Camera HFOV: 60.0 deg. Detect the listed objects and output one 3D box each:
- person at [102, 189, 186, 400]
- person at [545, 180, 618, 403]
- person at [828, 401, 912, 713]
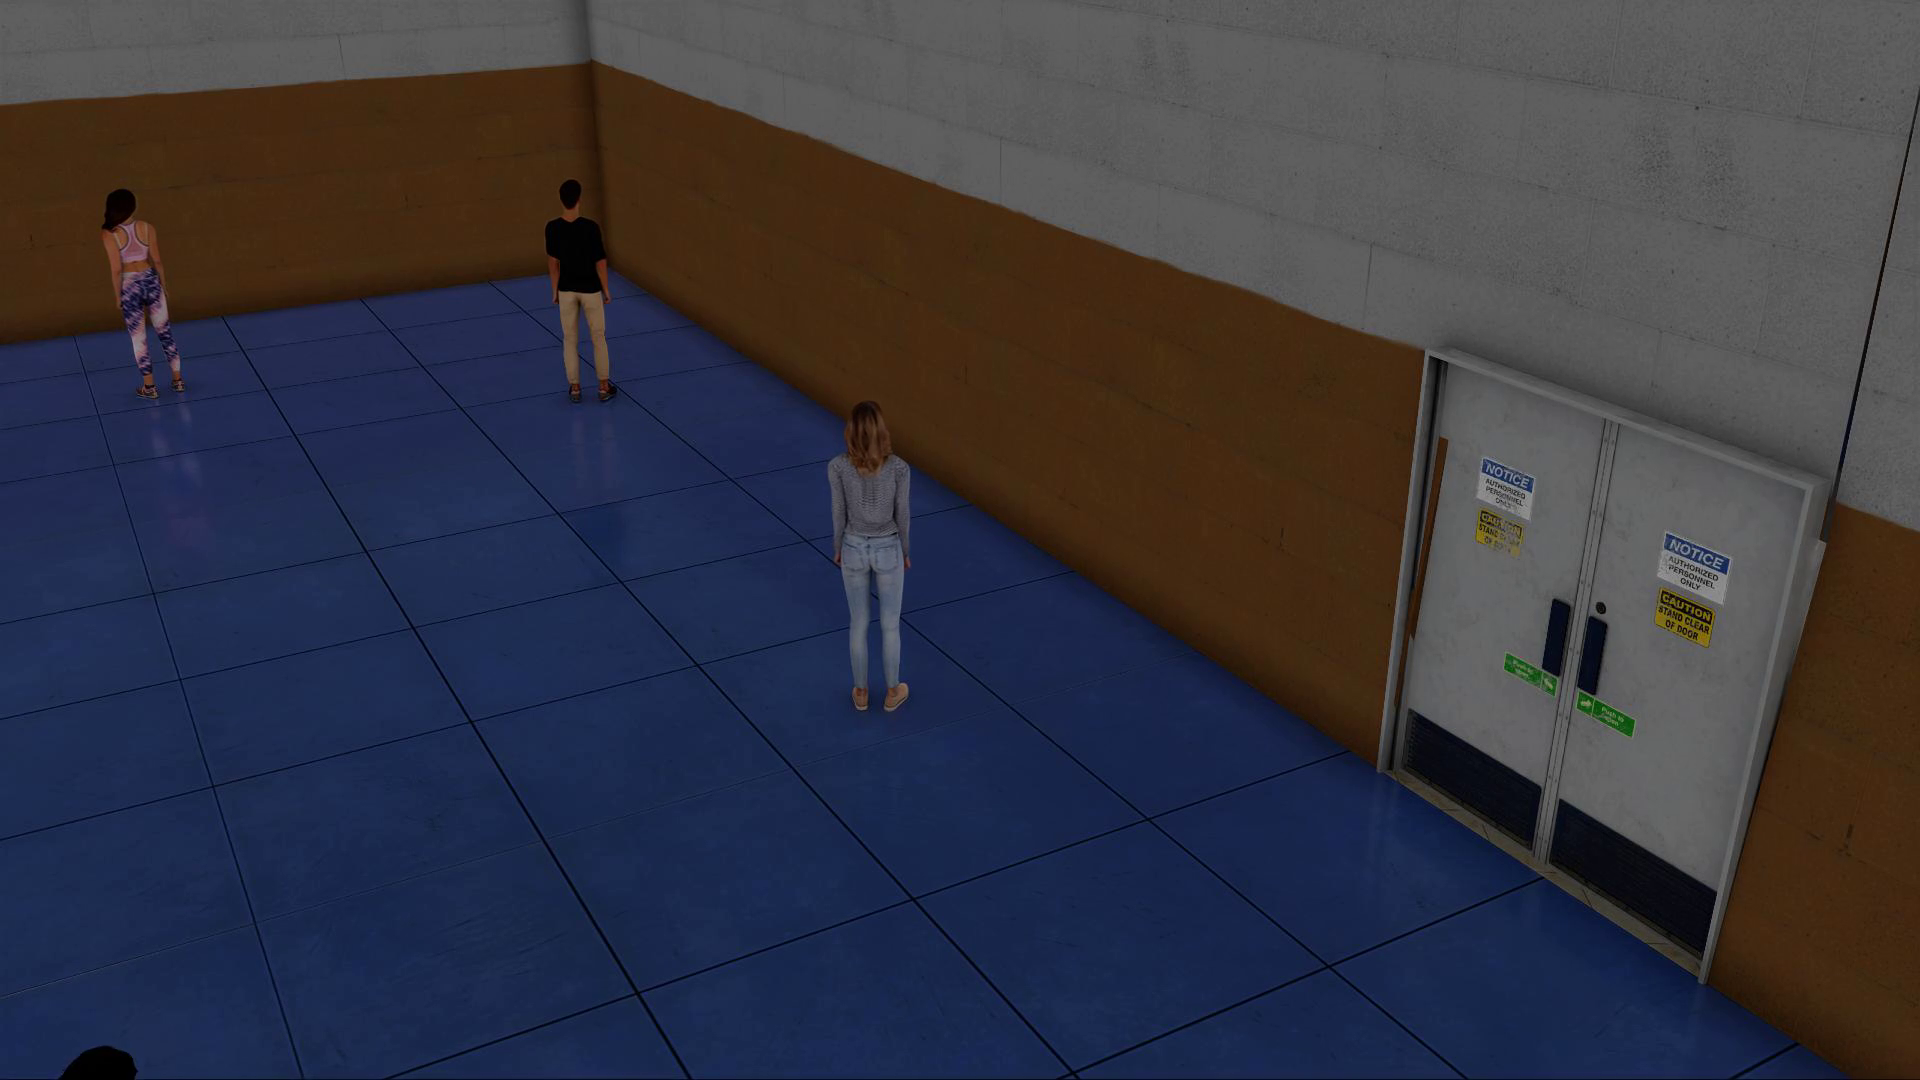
[{"bbox_3d":[-6.920,-2.086,14.043,0.710,1.767,0.552,21,31,40],"label":"person"},{"bbox_3d":[-3.167,-2.073,13.865,0.621,1.859,0.765,-2,24,-3],"label":"person"},{"bbox_3d":[-0.476,0.093,9.026,0.631,1.796,0.727,2,24,4],"label":"person"}]
